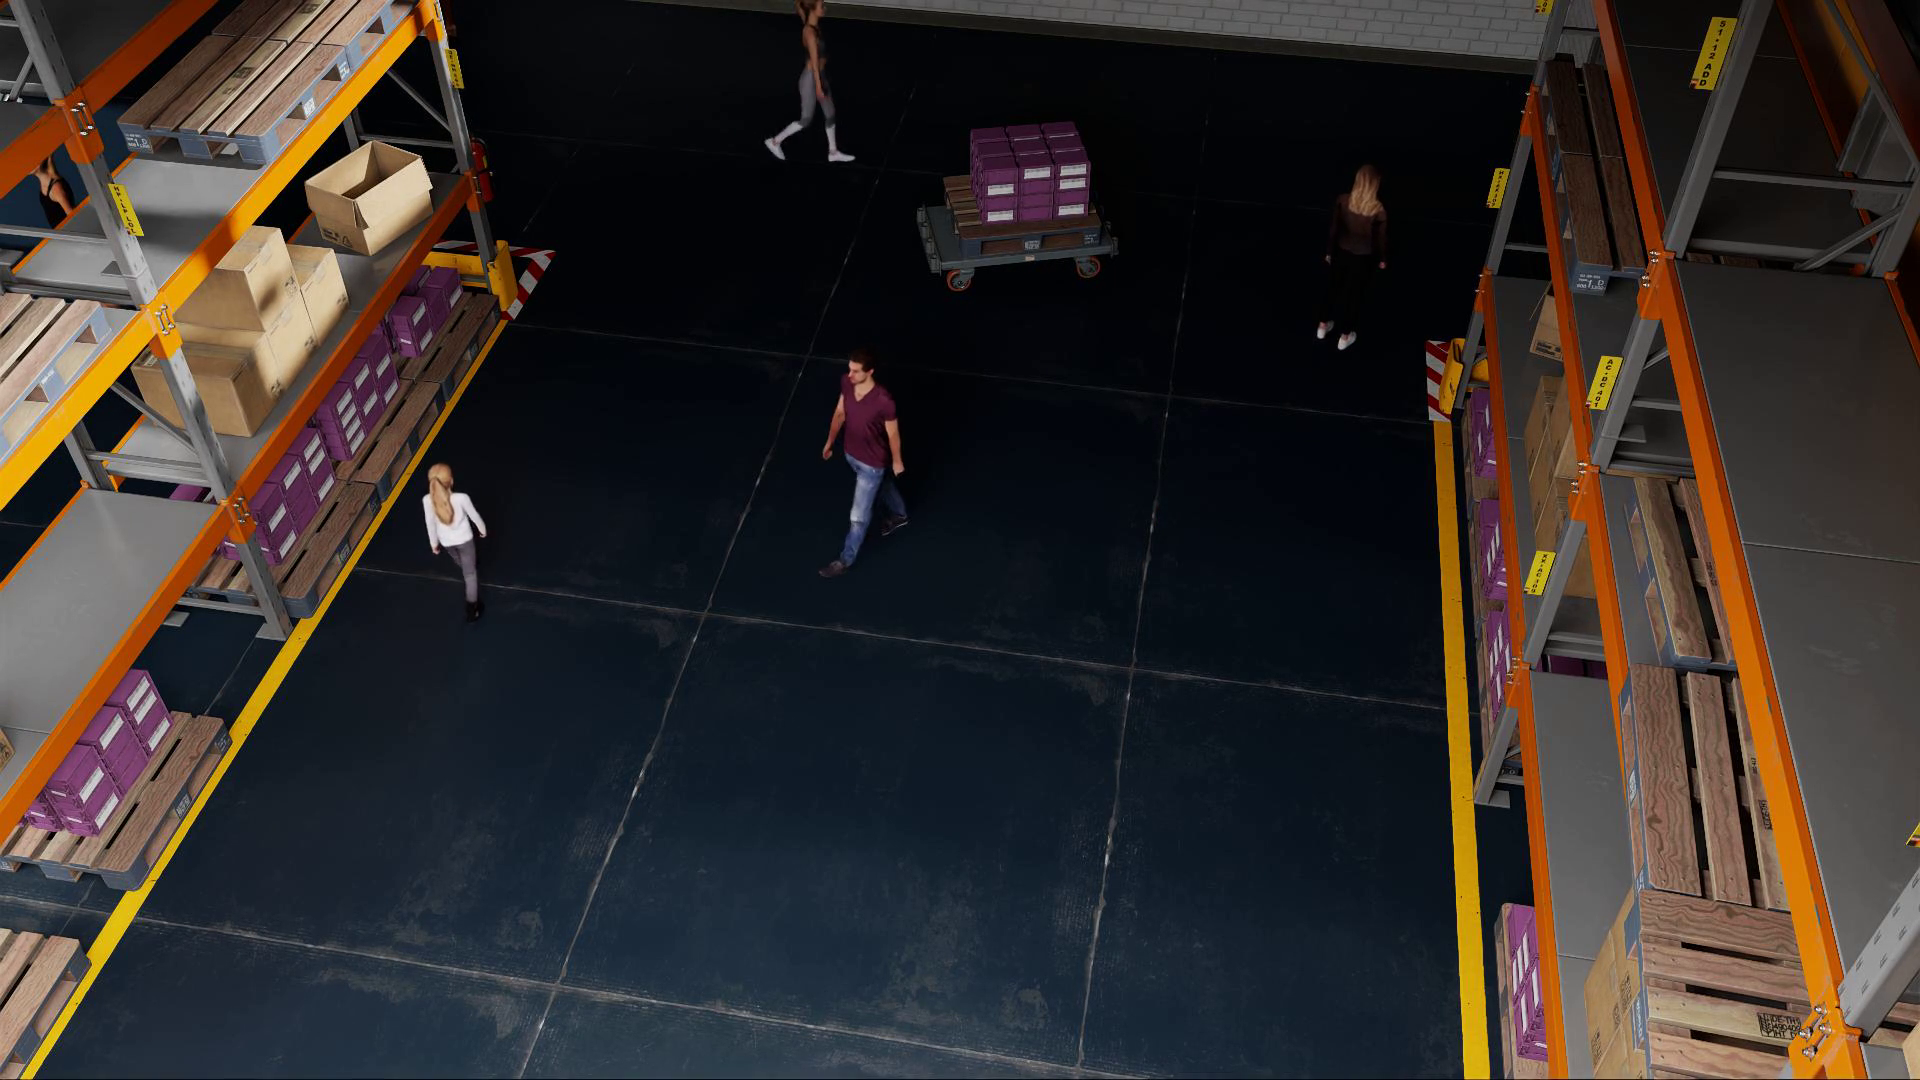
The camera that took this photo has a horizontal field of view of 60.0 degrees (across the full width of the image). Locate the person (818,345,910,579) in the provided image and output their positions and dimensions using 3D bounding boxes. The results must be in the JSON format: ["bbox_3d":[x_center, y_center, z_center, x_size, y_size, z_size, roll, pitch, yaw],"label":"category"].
[{"bbox_3d":[-0.578,-0.637,11.552,1.224,1.801,1.122,-29,51,-27],"label":"person"}]

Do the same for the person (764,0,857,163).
[{"bbox_3d":[-1.442,-4.230,15.414,0.674,1.676,1.029,3,44,3],"label":"person"}]

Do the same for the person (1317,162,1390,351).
[{"bbox_3d":[3.142,-2.233,13.302,0.717,1.699,0.722,27,50,25],"label":"person"}]

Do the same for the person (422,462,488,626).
[{"bbox_3d":[-3.411,0.045,11.235,0.583,1.251,0.899,0,44,1],"label":"person"}]

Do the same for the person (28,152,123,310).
[{"bbox_3d":[-7.101,-2.391,13.362,0.726,1.845,0.683,-29,51,-27],"label":"person"}]
